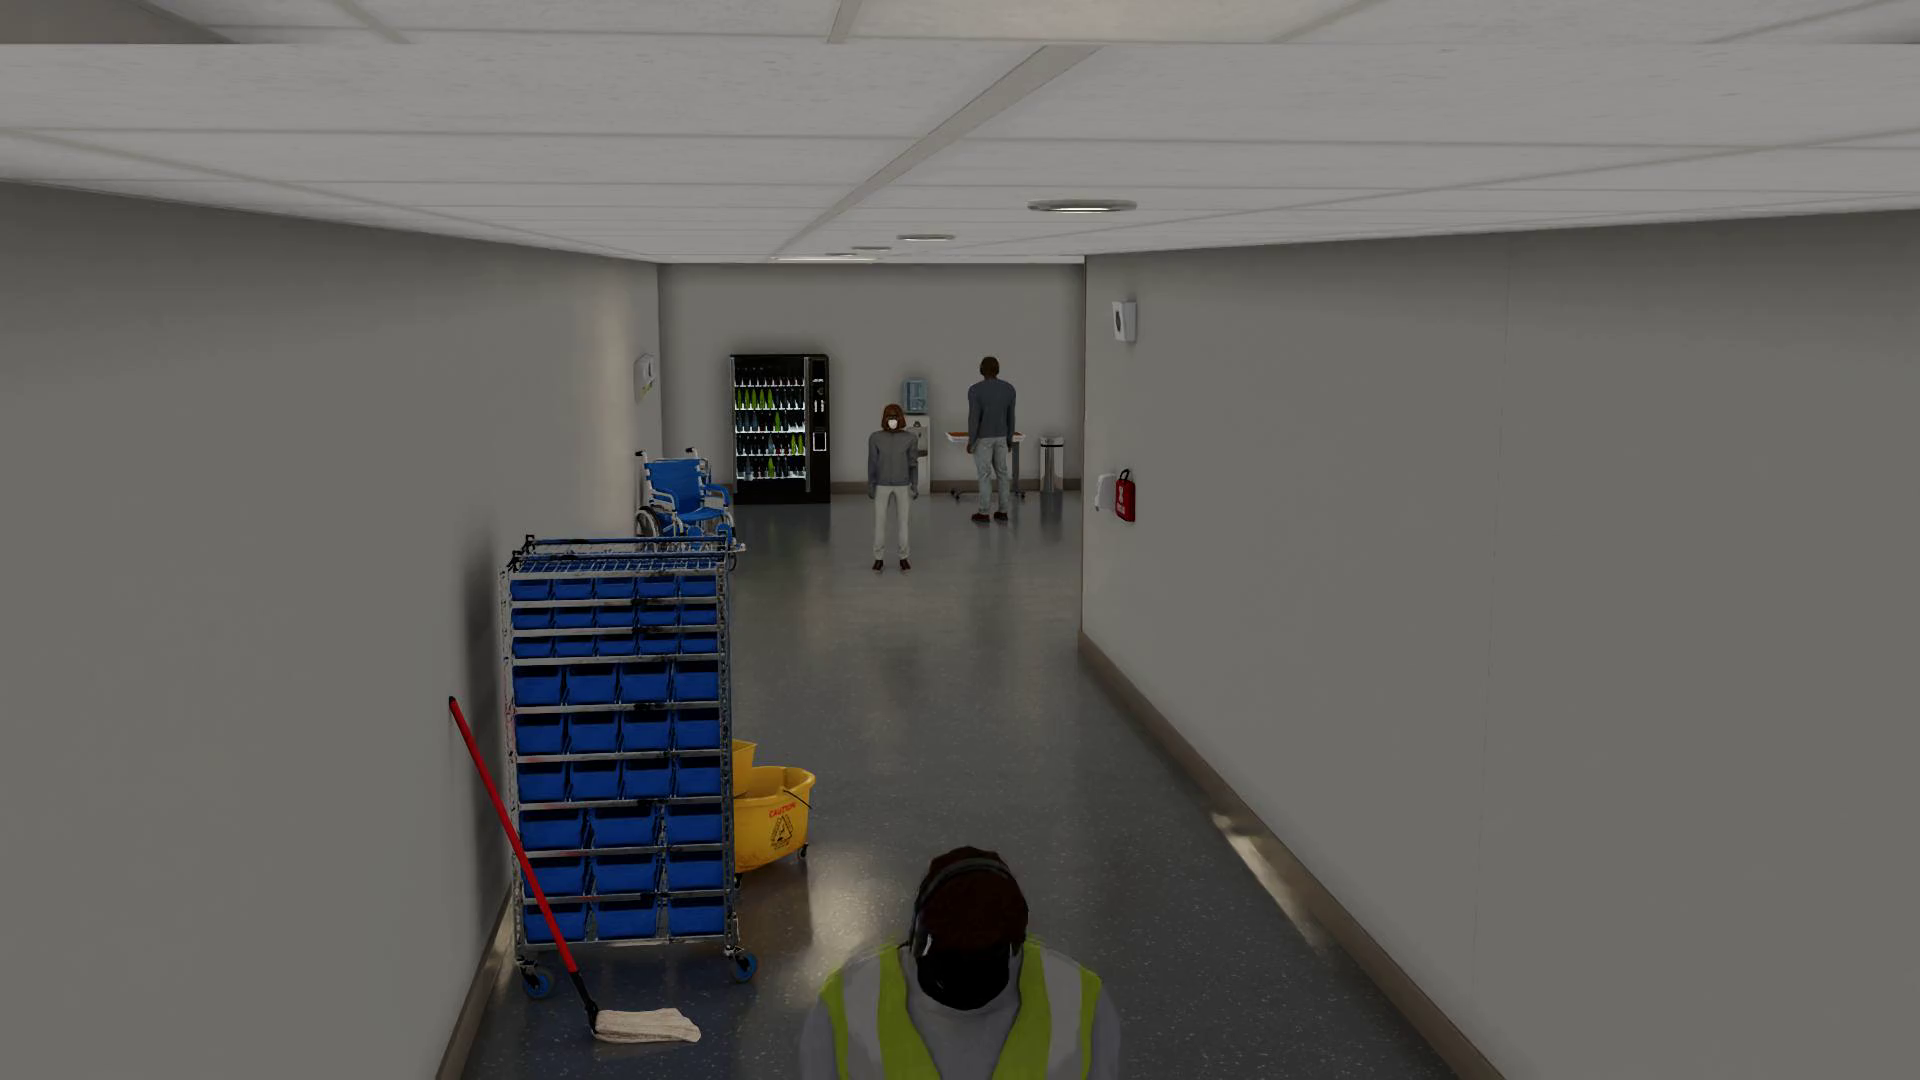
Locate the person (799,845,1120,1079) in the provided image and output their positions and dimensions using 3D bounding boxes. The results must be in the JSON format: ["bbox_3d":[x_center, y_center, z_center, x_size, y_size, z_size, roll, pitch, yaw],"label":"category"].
[{"bbox_3d":[0.001,1.462,3.299,0.720,1.814,0.435,-1,9,-3],"label":"person"}]

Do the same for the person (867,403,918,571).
[{"bbox_3d":[-0.652,-0.514,16.191,0.497,1.634,0.279,0,9,-2],"label":"person"}]

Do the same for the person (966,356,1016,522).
[{"bbox_3d":[0.356,-1.174,19.365,0.638,1.936,0.356,-5,11,-30],"label":"person"}]
